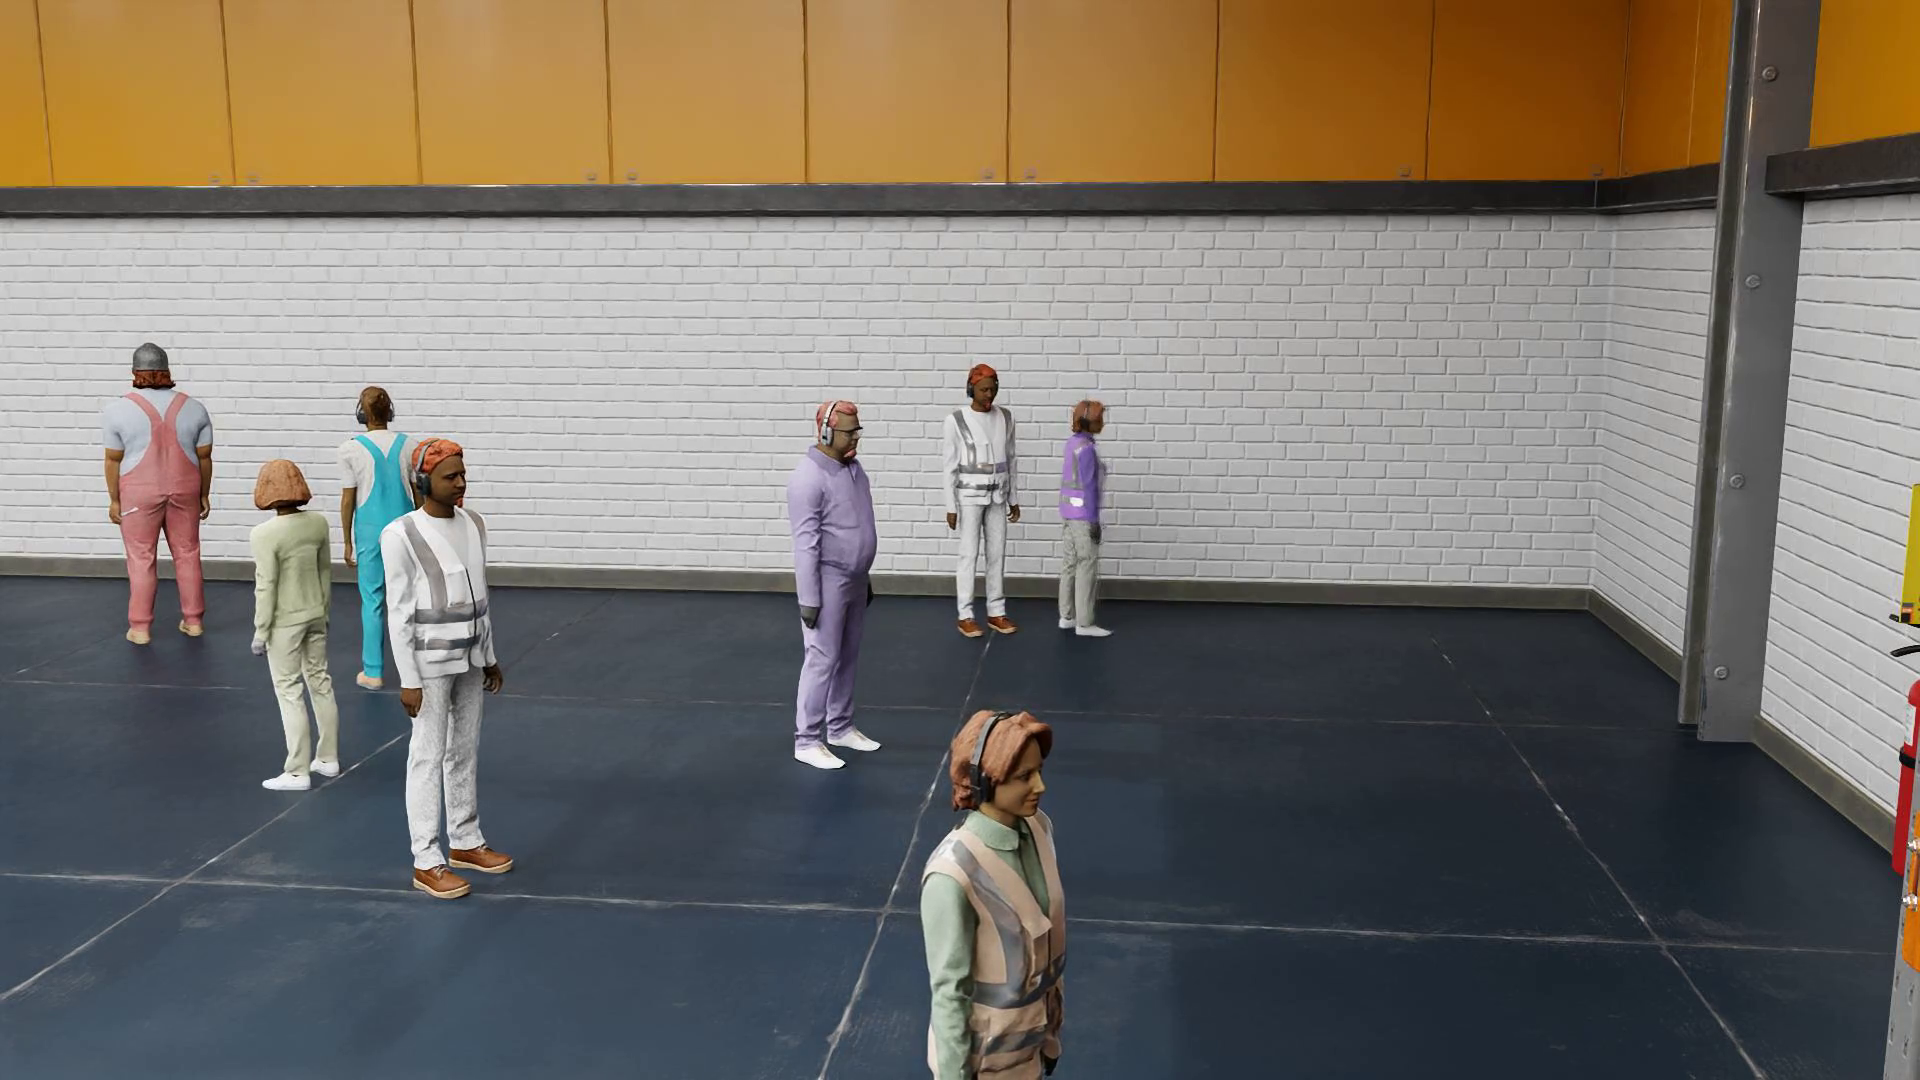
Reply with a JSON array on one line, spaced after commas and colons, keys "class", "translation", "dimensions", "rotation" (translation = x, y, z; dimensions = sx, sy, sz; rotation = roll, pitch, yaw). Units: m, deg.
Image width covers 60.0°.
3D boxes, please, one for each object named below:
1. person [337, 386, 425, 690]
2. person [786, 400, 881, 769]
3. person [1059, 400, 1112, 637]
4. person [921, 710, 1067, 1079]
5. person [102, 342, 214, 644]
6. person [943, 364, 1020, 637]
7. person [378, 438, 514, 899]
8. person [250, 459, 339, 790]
[{"class": "person", "translation": [-3.489, -0.014, 10.095], "dimensions": [0.502, 1.837, 0.350], "rotation": [-7, 12, -34]}, {"class": "person", "translation": [-0.626, 0.225, 8.561], "dimensions": [0.401, 1.895, 0.645], "rotation": [4, 11, 22]}, {"class": "person", "translation": [0.845, -0.146, 11.447], "dimensions": [0.324, 1.627, 0.537], "rotation": [-2, 10, -10]}, {"class": "person", "translation": [0.080, 1.183, 3.788], "dimensions": [0.306, 1.640, 0.522], "rotation": [5, 11, 26]}, {"class": "person", "translation": [-5.454, -0.333, 11.316], "dimensions": [0.683, 2.000, 0.535], "rotation": [-9, 13, -41]}, {"class": "person", "translation": [0.151, -0.269, 11.432], "dimensions": [0.585, 1.879, 0.370], "rotation": [-6, 12, -32]}, {"class": "person", "translation": [-2.123, 0.518, 6.901], "dimensions": [0.355, 1.882, 0.575], "rotation": [4, 11, 21]}, {"class": "person", "translation": [-3.289, 0.415, 8.200], "dimensions": [0.273, 1.632, 0.507], "rotation": [3, 10, 19]}]
